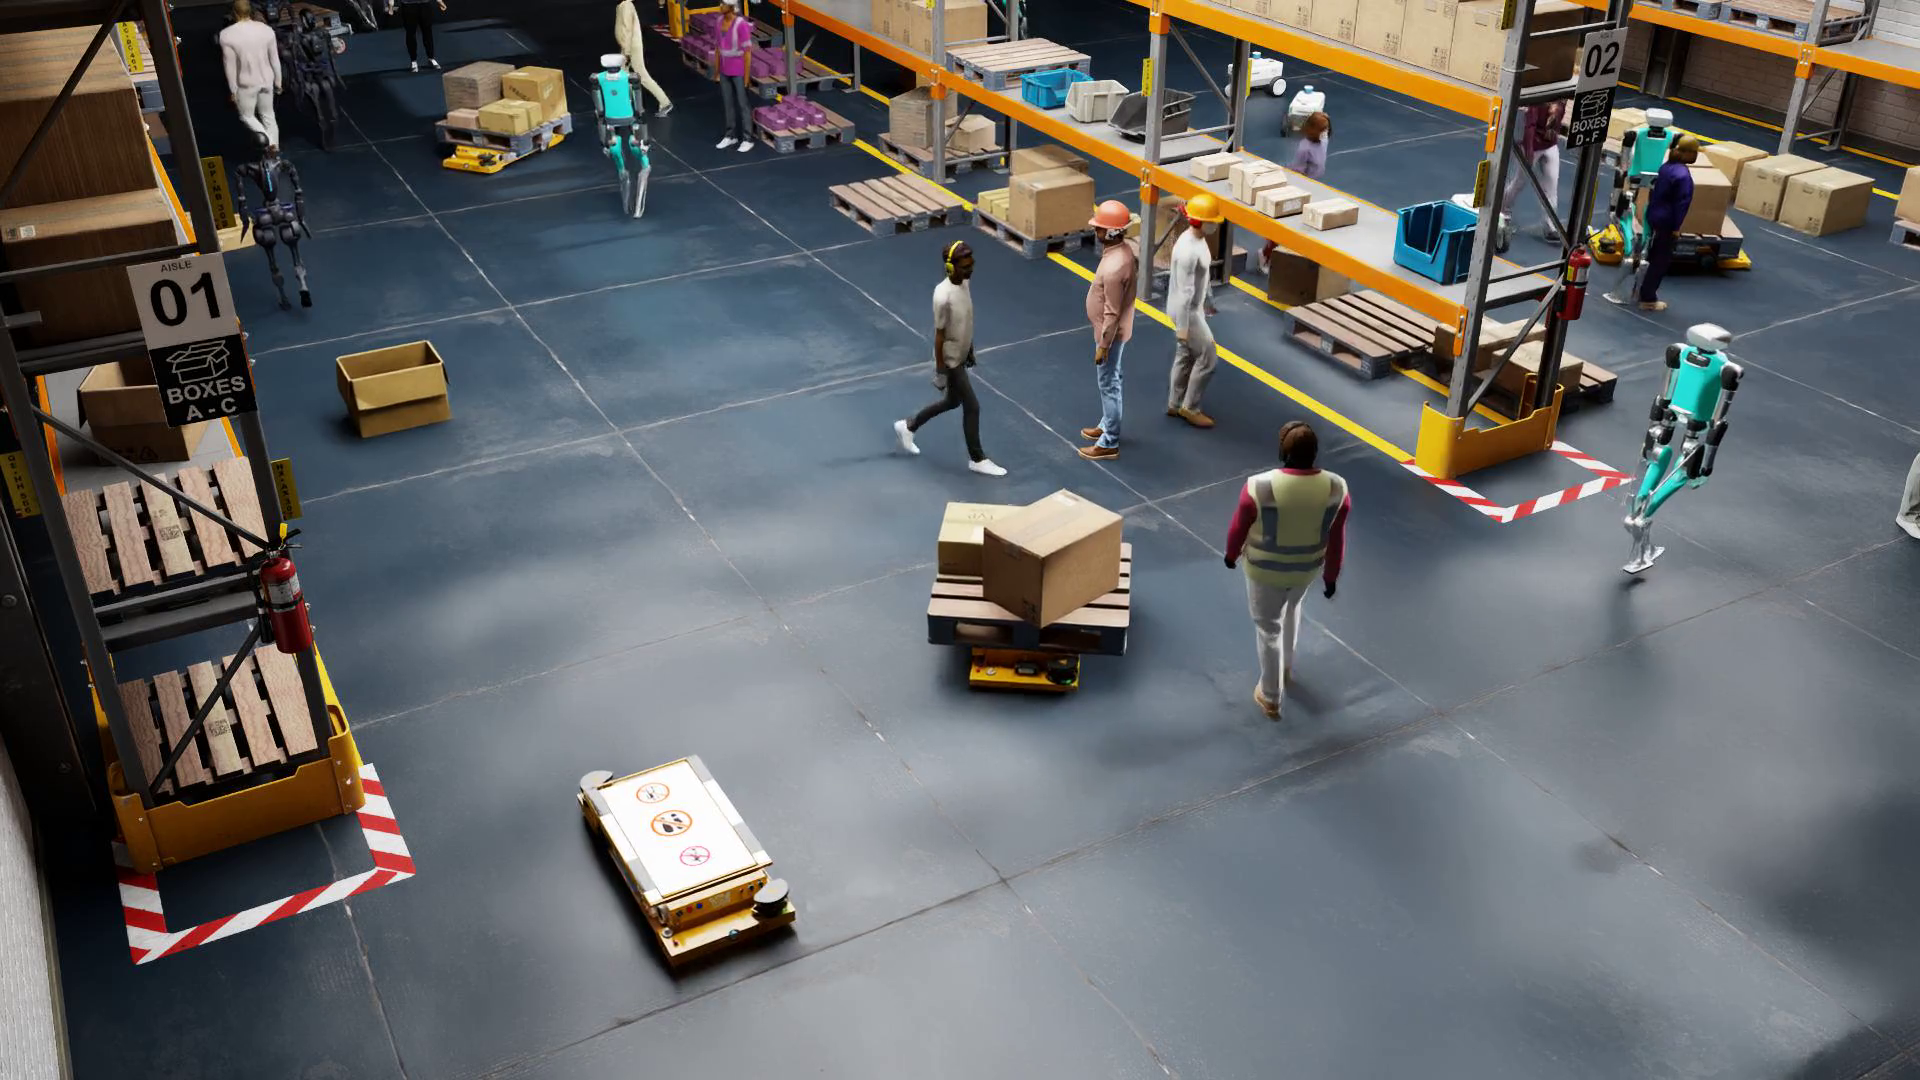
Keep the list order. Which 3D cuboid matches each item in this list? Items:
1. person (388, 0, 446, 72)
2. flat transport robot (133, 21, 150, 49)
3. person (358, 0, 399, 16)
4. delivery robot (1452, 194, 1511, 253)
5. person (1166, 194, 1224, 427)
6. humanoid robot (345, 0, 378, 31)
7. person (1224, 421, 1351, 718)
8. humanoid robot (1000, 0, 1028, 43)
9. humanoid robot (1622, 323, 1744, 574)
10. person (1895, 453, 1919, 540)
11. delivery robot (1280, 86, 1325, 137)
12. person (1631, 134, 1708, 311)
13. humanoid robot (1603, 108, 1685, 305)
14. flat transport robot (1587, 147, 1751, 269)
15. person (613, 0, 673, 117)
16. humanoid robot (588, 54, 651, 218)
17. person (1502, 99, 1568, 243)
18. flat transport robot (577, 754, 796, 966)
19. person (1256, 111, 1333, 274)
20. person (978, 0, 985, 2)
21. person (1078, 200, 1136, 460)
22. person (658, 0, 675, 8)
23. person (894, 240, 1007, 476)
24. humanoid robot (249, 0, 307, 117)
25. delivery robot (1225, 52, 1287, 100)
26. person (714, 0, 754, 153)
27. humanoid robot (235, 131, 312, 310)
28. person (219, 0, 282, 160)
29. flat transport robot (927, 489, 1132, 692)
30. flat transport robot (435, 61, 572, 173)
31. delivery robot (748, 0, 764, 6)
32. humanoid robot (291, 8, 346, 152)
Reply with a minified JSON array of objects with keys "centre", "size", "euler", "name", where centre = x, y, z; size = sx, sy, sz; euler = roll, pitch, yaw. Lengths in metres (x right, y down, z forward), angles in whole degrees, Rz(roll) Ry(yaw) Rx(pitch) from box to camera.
[{"centre":[-7.400,-7.293,22.608],"size":[0.762,1.759,0.433],"euler":[-15,33,-24],"name":"person"},{"centre":[-11.930,-7.383,24.262],"size":[0.659,0.231,1.431],"euler":[-15,33,-25],"name":"flat transport robot"},{"centre":[-9.039,-8.907,25.581],"size":[0.506,1.592,0.565],"euler":[11,32,18],"name":"person"},{"centre":[5.193,-3.212,16.705],"size":[0.499,0.586,0.773],"euler":[-2,30,-4],"name":"delivery robot"},{"centre":[1.861,-1.764,12.865],"size":[0.524,1.873,0.624],"euler":[6,30,11],"name":"person"},{"centre":[-8.844,-8.345,24.541],"size":[0.758,1.859,0.557],"euler":[9,31,14],"name":"humanoid robot"},{"centre":[1.844,0.116,9.654],"size":[0.618,1.808,0.726],"euler":[-6,30,-10],"name":"person"},{"centre":[0.812,-7.744,23.524],"size":[0.761,1.897,0.561],"euler":[24,37,35],"name":"humanoid robot"},{"centre":[4.585,-0.518,10.848],"size":[0.904,1.766,0.541],"euler":[-16,34,-26],"name":"humanoid robot"},{"centre":[6.866,-0.926,11.358],"size":[0.585,1.928,0.367],"euler":[-15,33,-24],"name":"person"},{"centre":[4.196,-5.199,20.154],"size":[0.499,0.576,0.751],"euler":[10,31,16],"name":"delivery robot"},{"centre":[6.430,-2.879,15.068],"size":[0.404,1.606,0.464],"euler":[1,30,2],"name":"person"},{"centre":[6.207,-2.929,15.106],"size":[0.537,1.850,0.729],"euler":[4,30,6],"name":"humanoid robot"},{"centre":[7.023,-2.921,16.495],"size":[1.431,0.231,0.659],"euler":[4,30,8],"name":"flat transport robot"},{"centre":[-4.011,-6.111,20.601],"size":[0.795,1.708,0.588],"euler":[-8,31,-13],"name":"person"},{"centre":[-3.441,-4.133,17.246],"size":[0.545,1.897,0.737],"euler":[2,30,3],"name":"humanoid robot"},{"centre":[5.846,-3.931,16.630],"size":[0.514,1.906,0.937],"euler":[-11,32,-19],"name":"person"},{"centre":[-1.449,1.598,8.628],"size":[0.659,0.231,1.431],"euler":[-16,33,-25],"name":"flat transport robot"},{"centre":[3.238,-3.296,15.803],"size":[0.622,1.607,0.519],"euler":[17,34,27],"name":"person"},{"centre":[0.129,-6.888,21.789],"size":[0.400,1.887,0.657],"euler":[-13,32,-22],"name":"person"},{"centre":[1.107,-1.562,12.399],"size":[0.376,1.994,0.610],"euler":[5,30,8],"name":"person"},{"centre":[-4.594,-9.202,25.937],"size":[0.559,1.751,0.323],"euler":[5,30,9],"name":"person"},{"centre":[-0.087,-1.350,12.204],"size":[0.851,1.829,0.525],"euler":[9,31,16],"name":"person"},{"centre":[-8.455,-6.117,20.633],"size":[0.599,1.654,0.315],"euler":[-16,33,-25],"name":"humanoid robot"},{"centre":[3.834,-6.046,21.620],"size":[0.739,0.566,0.499],"euler":[-16,33,-25],"name":"delivery robot"},{"centre":[-2.641,-5.457,19.324],"size":[0.522,1.846,0.320],"euler":[19,35,30],"name":"person"},{"centre":[-6.158,-2.830,14.933],"size":[0.600,1.645,0.519],"euler":[-16,33,-25],"name":"humanoid robot"},{"centre":[-7.886,-5.109,18.644],"size":[0.511,1.919,0.641],"euler":[26,39,37],"name":"person"},{"centre":[0.462,0.484,10.568],"size":[0.659,0.231,1.431],"euler":[3,30,6],"name":"flat transport robot"},{"centre":[-5.320,-4.589,19.399],"size":[0.659,0.231,1.431],"euler":[12,32,20],"name":"flat transport robot"},{"centre":[-3.426,-8.833,26.489],"size":[0.772,0.585,0.499],"euler":[5,30,9],"name":"delivery robot"},{"centre":[-7.446,-5.351,19.321],"size":[0.336,1.642,0.598],"euler":[21,36,32],"name":"humanoid robot"}]
